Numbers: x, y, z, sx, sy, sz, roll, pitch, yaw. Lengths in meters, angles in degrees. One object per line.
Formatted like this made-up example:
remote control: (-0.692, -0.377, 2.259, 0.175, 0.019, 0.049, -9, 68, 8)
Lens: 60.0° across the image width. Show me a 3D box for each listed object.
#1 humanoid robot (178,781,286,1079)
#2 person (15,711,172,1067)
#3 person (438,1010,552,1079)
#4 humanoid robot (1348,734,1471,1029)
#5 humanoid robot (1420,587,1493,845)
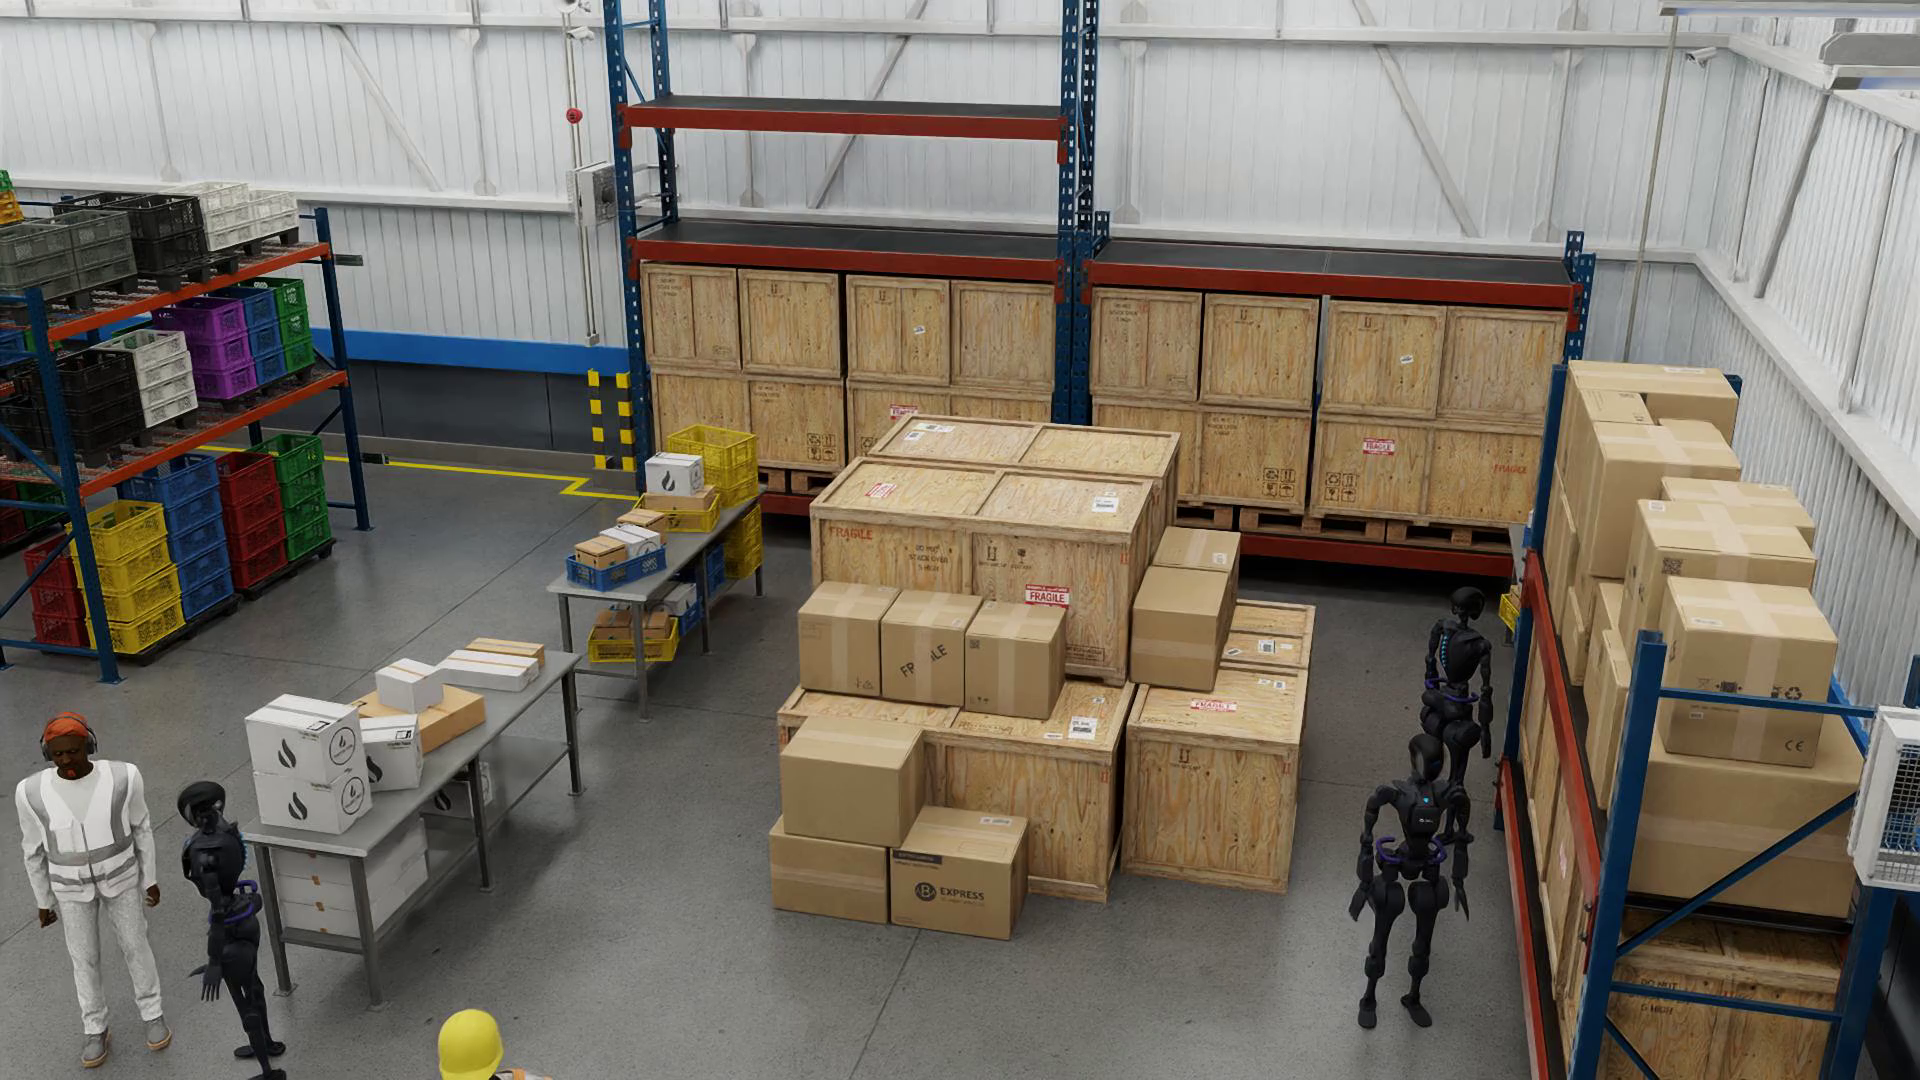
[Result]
humanoid robot: (-3.557, 1.908, 8.066, 0.328, 1.653, 0.601, -7, 22, -17)
person: (-4.294, 1.723, 8.279, 0.574, 1.882, 0.356, -10, 23, -24)
person: (-1.702, 2.536, 6.090, 0.586, 1.927, 0.366, -7, 22, -18)
humanoid robot: (2.301, 1.745, 8.488, 0.609, 1.657, 0.314, -1, 21, -2)
humanoid robot: (3.054, 1.060, 10.279, 0.324, 1.658, 0.601, -10, 23, -24)
